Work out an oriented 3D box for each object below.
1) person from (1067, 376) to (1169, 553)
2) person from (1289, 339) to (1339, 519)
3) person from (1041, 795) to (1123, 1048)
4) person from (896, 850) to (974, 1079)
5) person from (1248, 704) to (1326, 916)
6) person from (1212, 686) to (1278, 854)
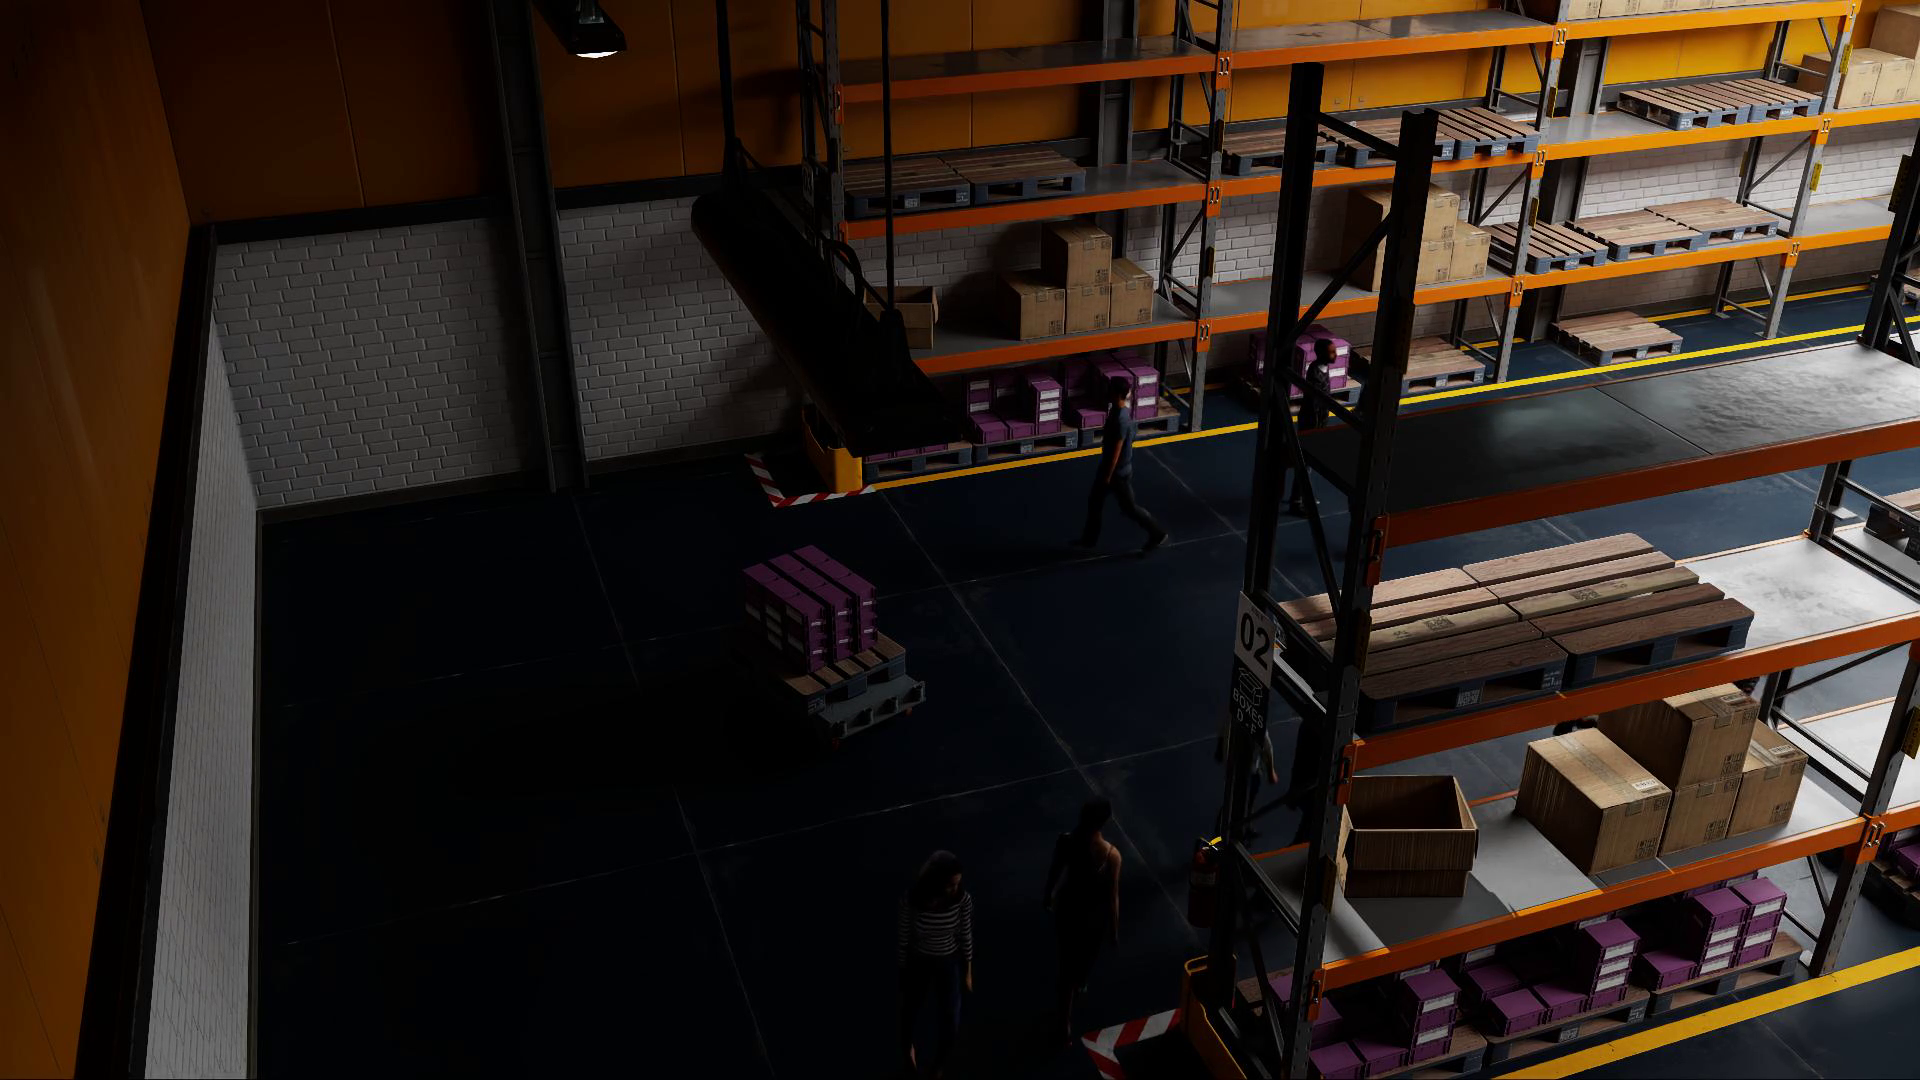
[{"bbox_3d":[1.553,-0.647,15.484,1.238,1.770,0.851,-3,29,-5],"label":"person"},{"bbox_3d":[3.448,-1.127,16.312,0.760,1.819,0.747,8,30,14],"label":"person"},{"bbox_3d":[0.734,2.348,10.069,0.960,1.696,1.008,8,30,14],"label":"person"},{"bbox_3d":[-0.150,2.485,9.747,0.626,1.764,0.715,1,29,2],"label":"person"},{"bbox_3d":[2.307,1.797,11.092,1.191,1.684,0.620,-10,30,-18],"label":"person"},{"bbox_3d":[1.889,1.545,11.608,0.685,1.632,0.606,-7,29,-13],"label":"person"}]
